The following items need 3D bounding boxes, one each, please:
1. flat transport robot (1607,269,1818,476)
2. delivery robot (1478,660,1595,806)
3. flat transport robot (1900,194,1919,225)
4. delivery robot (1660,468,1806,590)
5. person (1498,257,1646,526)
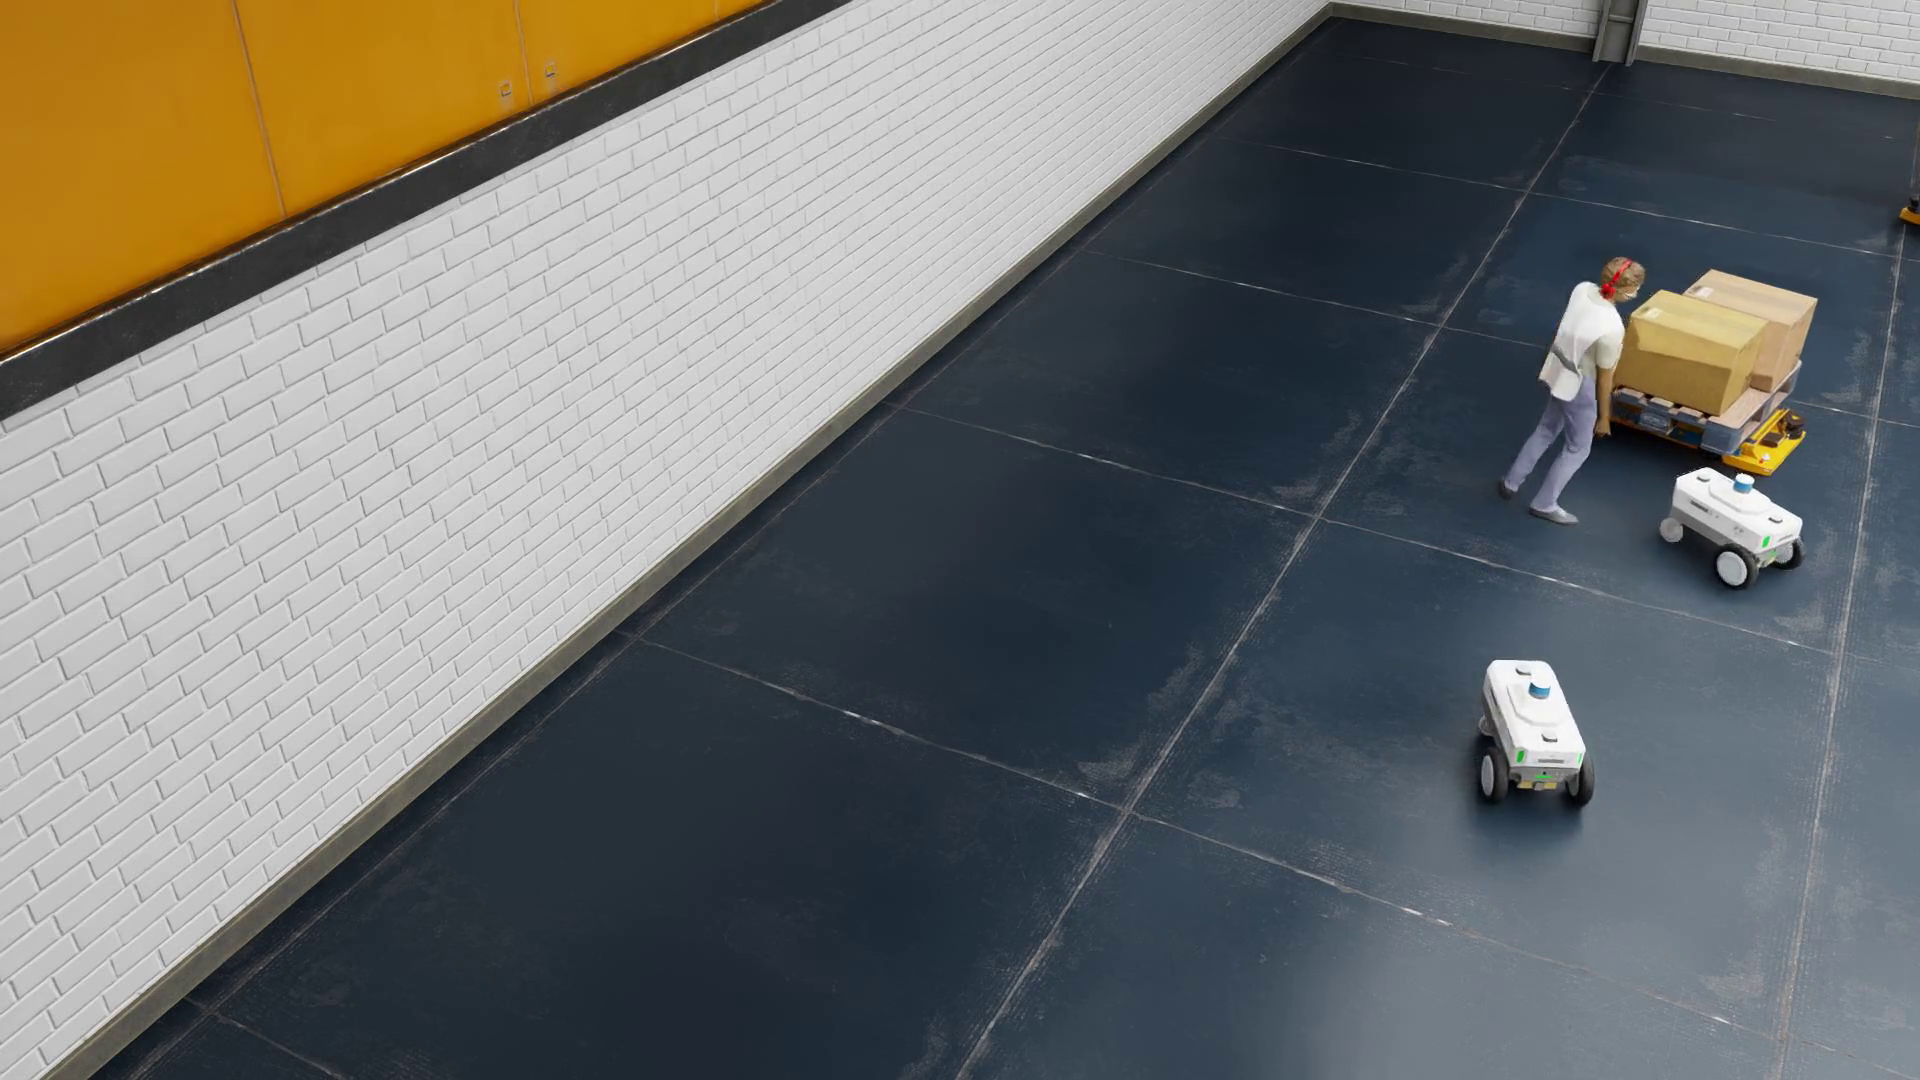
[{"bbox_3d":[4.892,-0.866,11.265,1.431,0.231,0.659,26,42,33],"label":"flat transport robot"},{"bbox_3d":[2.865,0.948,8.304,0.525,0.587,0.755,1,34,2],"label":"delivery robot"},{"bbox_3d":[8.705,-2.599,13.844,0.659,0.231,1.431,-21,39,-28],"label":"flat transport robot"},{"bbox_3d":[4.601,-0.092,9.876,0.499,0.614,0.815,-17,38,-24],"label":"delivery robot"},{"bbox_3d":[3.648,-0.926,9.985,0.396,1.800,0.764,-4,34,-6],"label":"person"}]
